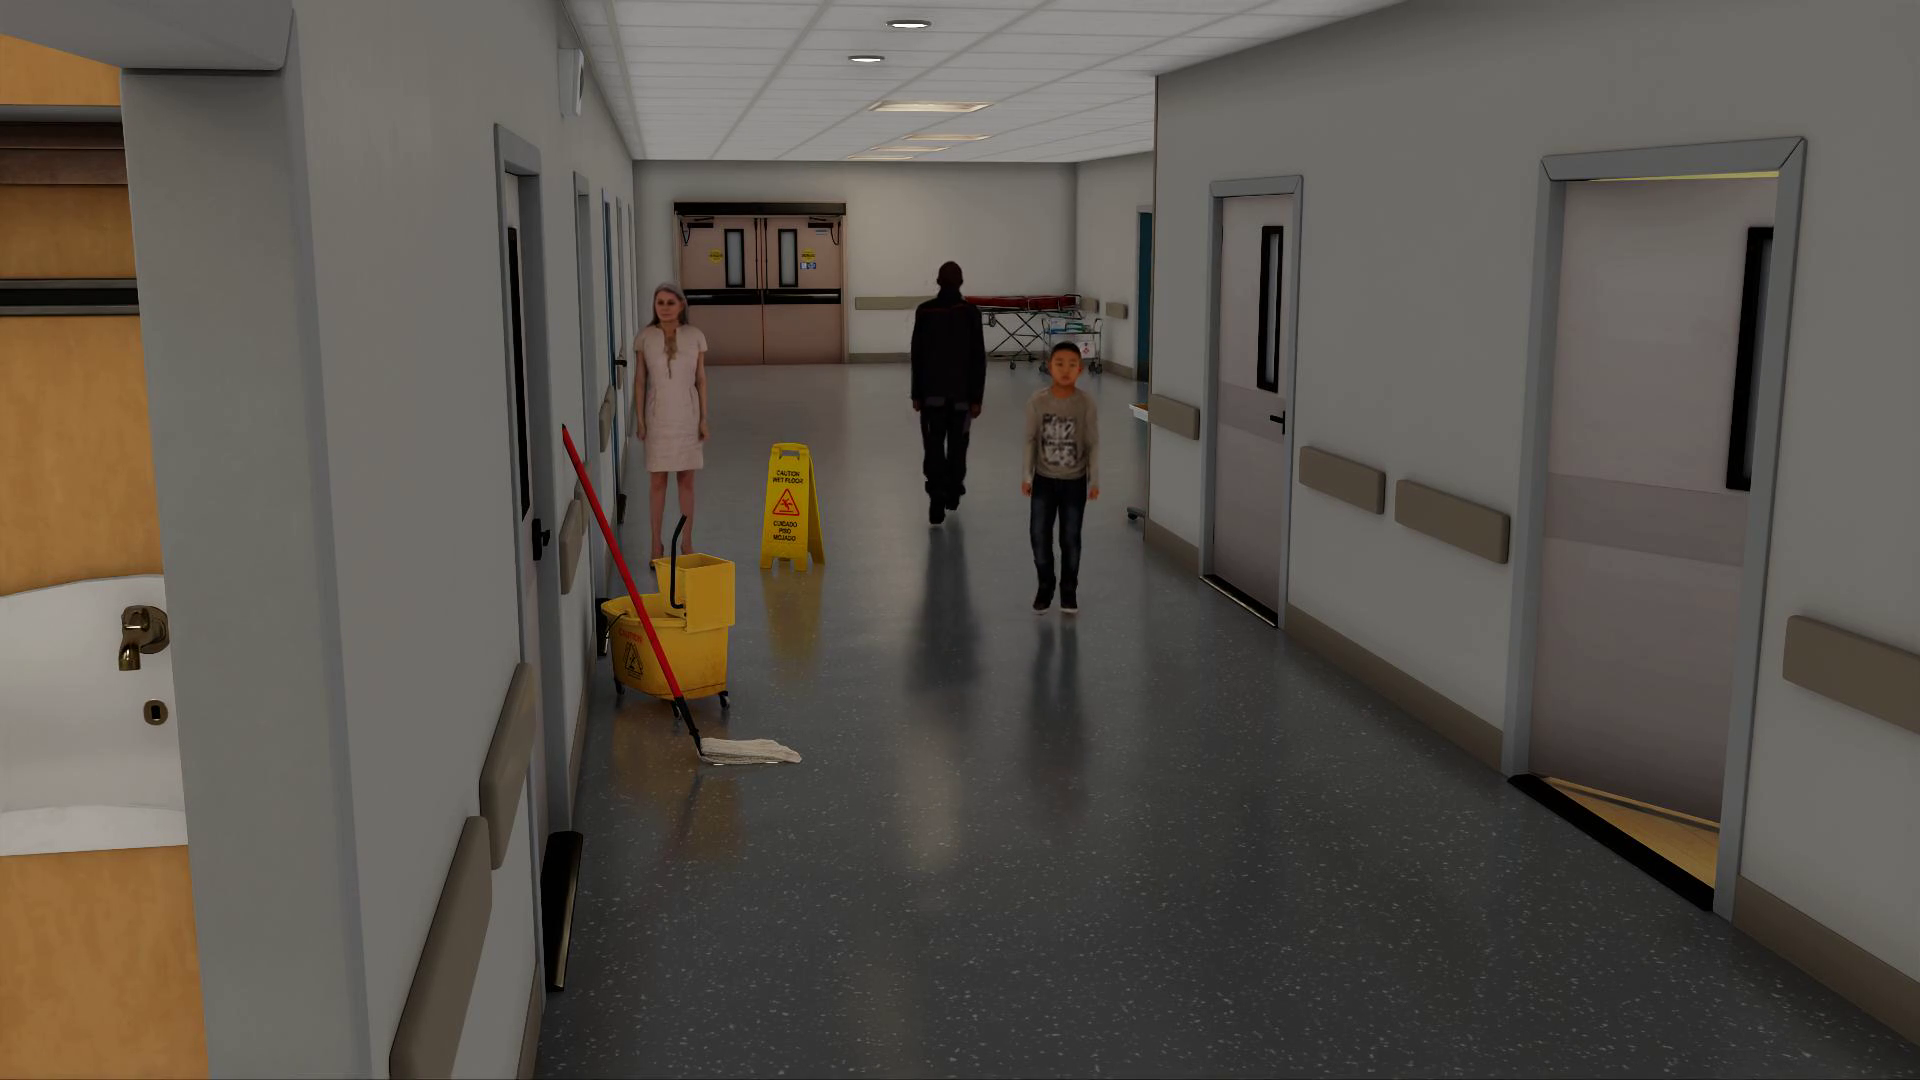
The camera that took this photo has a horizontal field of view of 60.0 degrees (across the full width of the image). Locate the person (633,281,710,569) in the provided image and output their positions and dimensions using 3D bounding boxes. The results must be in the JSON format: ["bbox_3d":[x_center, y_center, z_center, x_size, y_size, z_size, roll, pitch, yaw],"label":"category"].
[{"bbox_3d":[-1.748,-0.696,10.091,0.603,1.734,0.554,-2,11,-13],"label":"person"}]

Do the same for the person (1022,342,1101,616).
[{"bbox_3d":[0.543,-0.331,8.924,0.627,1.452,0.634,1,11,5],"label":"person"}]

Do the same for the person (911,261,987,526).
[{"bbox_3d":[-0.100,-1.037,11.671,0.855,1.816,1.264,0,11,0],"label":"person"}]
